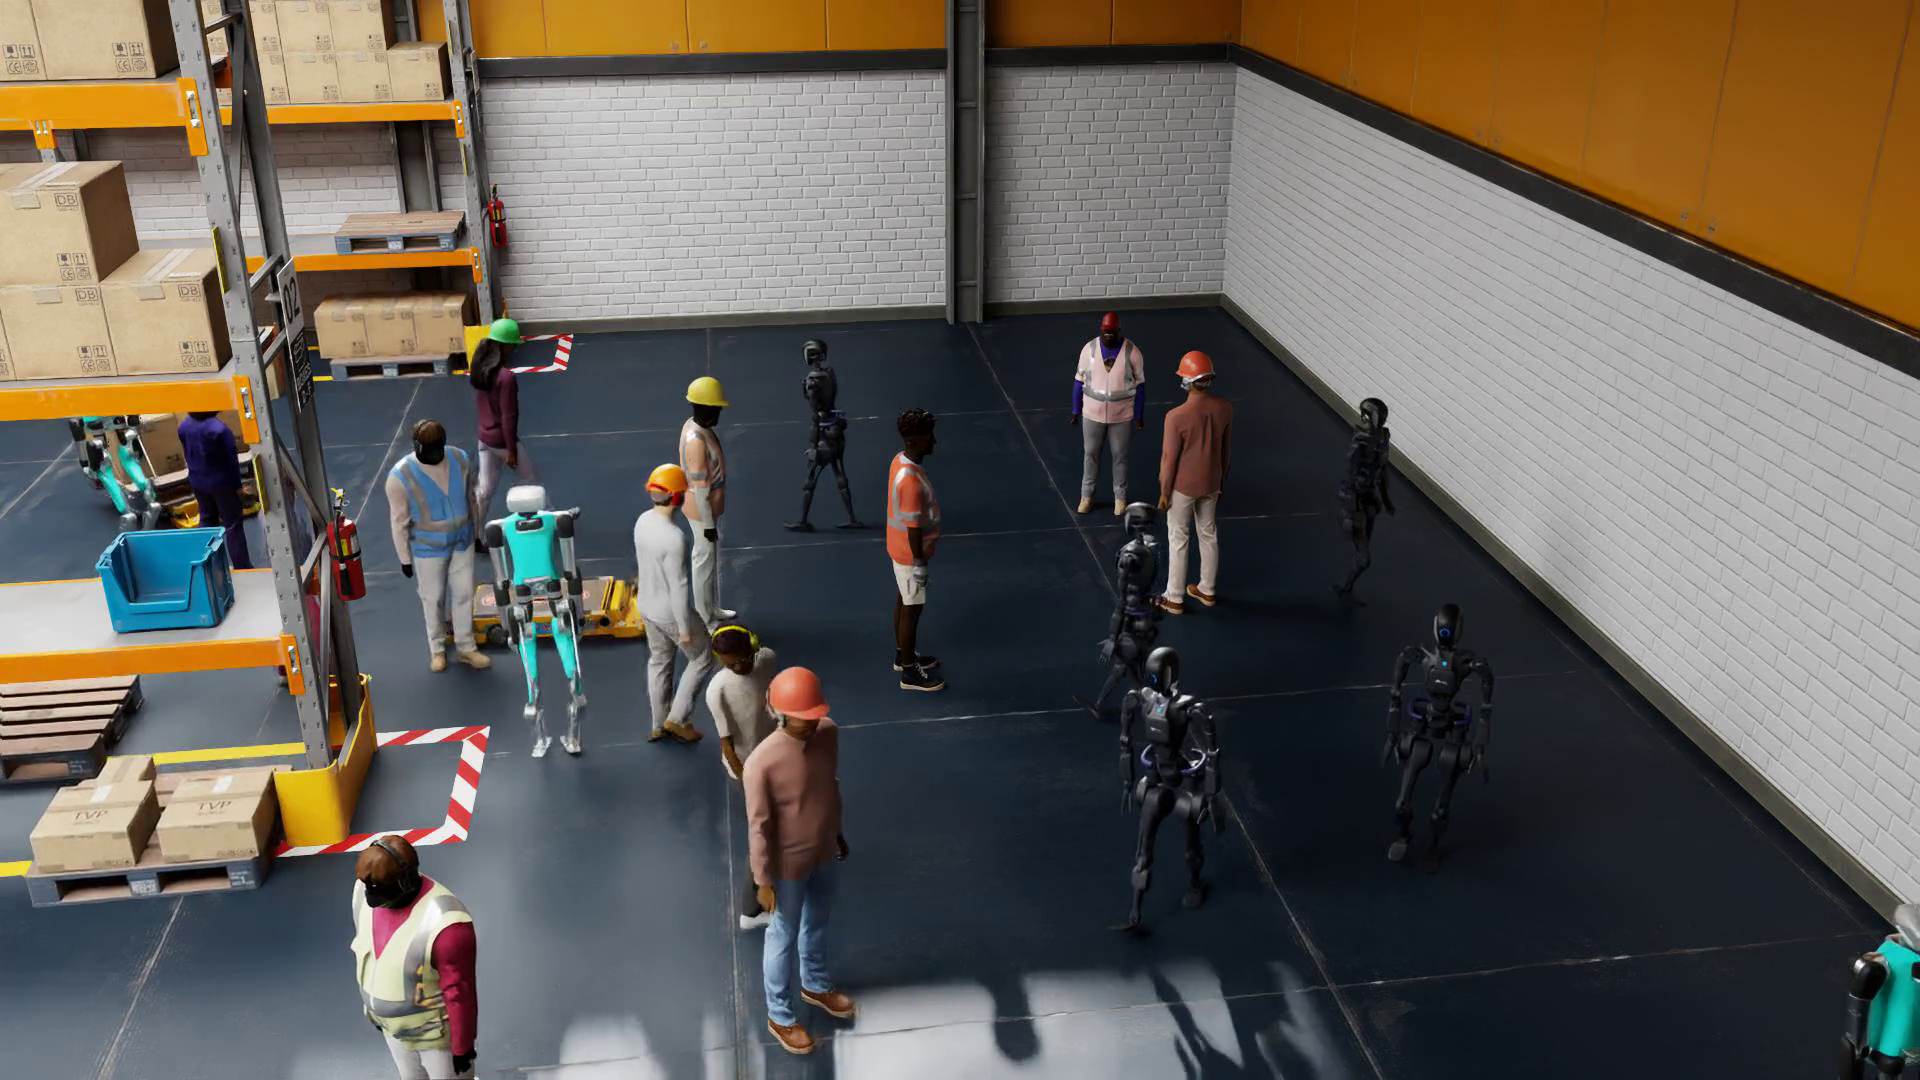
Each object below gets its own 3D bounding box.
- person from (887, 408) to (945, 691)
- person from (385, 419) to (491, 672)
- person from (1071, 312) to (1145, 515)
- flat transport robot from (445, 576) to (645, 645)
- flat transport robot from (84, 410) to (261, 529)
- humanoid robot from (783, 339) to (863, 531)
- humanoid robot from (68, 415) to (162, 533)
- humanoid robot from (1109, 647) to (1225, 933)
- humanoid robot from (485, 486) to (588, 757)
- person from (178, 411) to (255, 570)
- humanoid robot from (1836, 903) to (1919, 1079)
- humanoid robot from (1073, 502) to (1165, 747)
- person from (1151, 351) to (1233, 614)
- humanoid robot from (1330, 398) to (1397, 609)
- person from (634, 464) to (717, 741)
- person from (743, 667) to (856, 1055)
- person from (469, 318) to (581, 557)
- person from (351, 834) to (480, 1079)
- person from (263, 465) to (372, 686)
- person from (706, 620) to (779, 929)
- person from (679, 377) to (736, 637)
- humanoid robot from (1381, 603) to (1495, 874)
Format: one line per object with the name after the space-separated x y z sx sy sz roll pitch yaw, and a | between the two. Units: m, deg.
-0.308 0.053 11.165 0.370 1.966 0.601 -3 24 -7 | person
-3.541 0.038 11.372 0.451 1.825 0.641 21 31 39 | person
1.243 -1.058 13.960 0.621 1.752 0.420 4 24 8 | person
-3.025 0.516 12.220 1.431 0.231 0.659 -2 24 -5 | flat transport robot
-6.681 -0.412 14.336 1.431 0.231 0.659 20 30 37 | flat transport robot
-1.137 -0.853 13.602 0.635 1.635 0.616 5 24 11 | humanoid robot
-6.541 -0.620 13.033 0.683 1.842 0.530 16 28 32 | humanoid robot
1.102 1.313 8.705 0.618 1.616 0.779 14 27 28 | humanoid robot
-2.552 0.586 10.212 0.543 1.771 0.681 -7 25 -16 | humanoid robot
-5.651 -0.425 12.676 0.451 1.621 0.349 9 25 19 | person
3.672 2.348 6.376 0.545 1.907 0.707 -3 24 -8 | humanoid robot
1.046 0.530 10.487 0.773 1.626 0.588 11 26 24 | humanoid robot
1.707 -0.423 12.230 0.616 1.985 0.400 -14 27 -28 | person
2.988 -0.274 12.271 0.334 1.649 0.593 20 31 38 | humanoid robot
-1.811 0.419 10.452 0.440 1.865 0.588 -20 31 -38 | person
-0.741 1.487 7.866 0.392 1.991 0.620 16 28 32 | person
-3.590 -0.827 13.287 0.539 1.875 1.024 21 31 39 | person
-2.237 1.996 6.924 0.615 1.830 0.431 16 28 32 | person
-4.355 0.248 11.155 0.689 1.610 0.505 -4 24 -10 | person
-1.050 1.189 8.760 0.373 1.822 0.594 12 27 26 | person
-1.798 -0.237 11.880 0.381 1.925 0.585 -3 24 -7 | person
2.632 1.099 9.146 0.586 1.648 0.350 8 25 18 | humanoid robot
